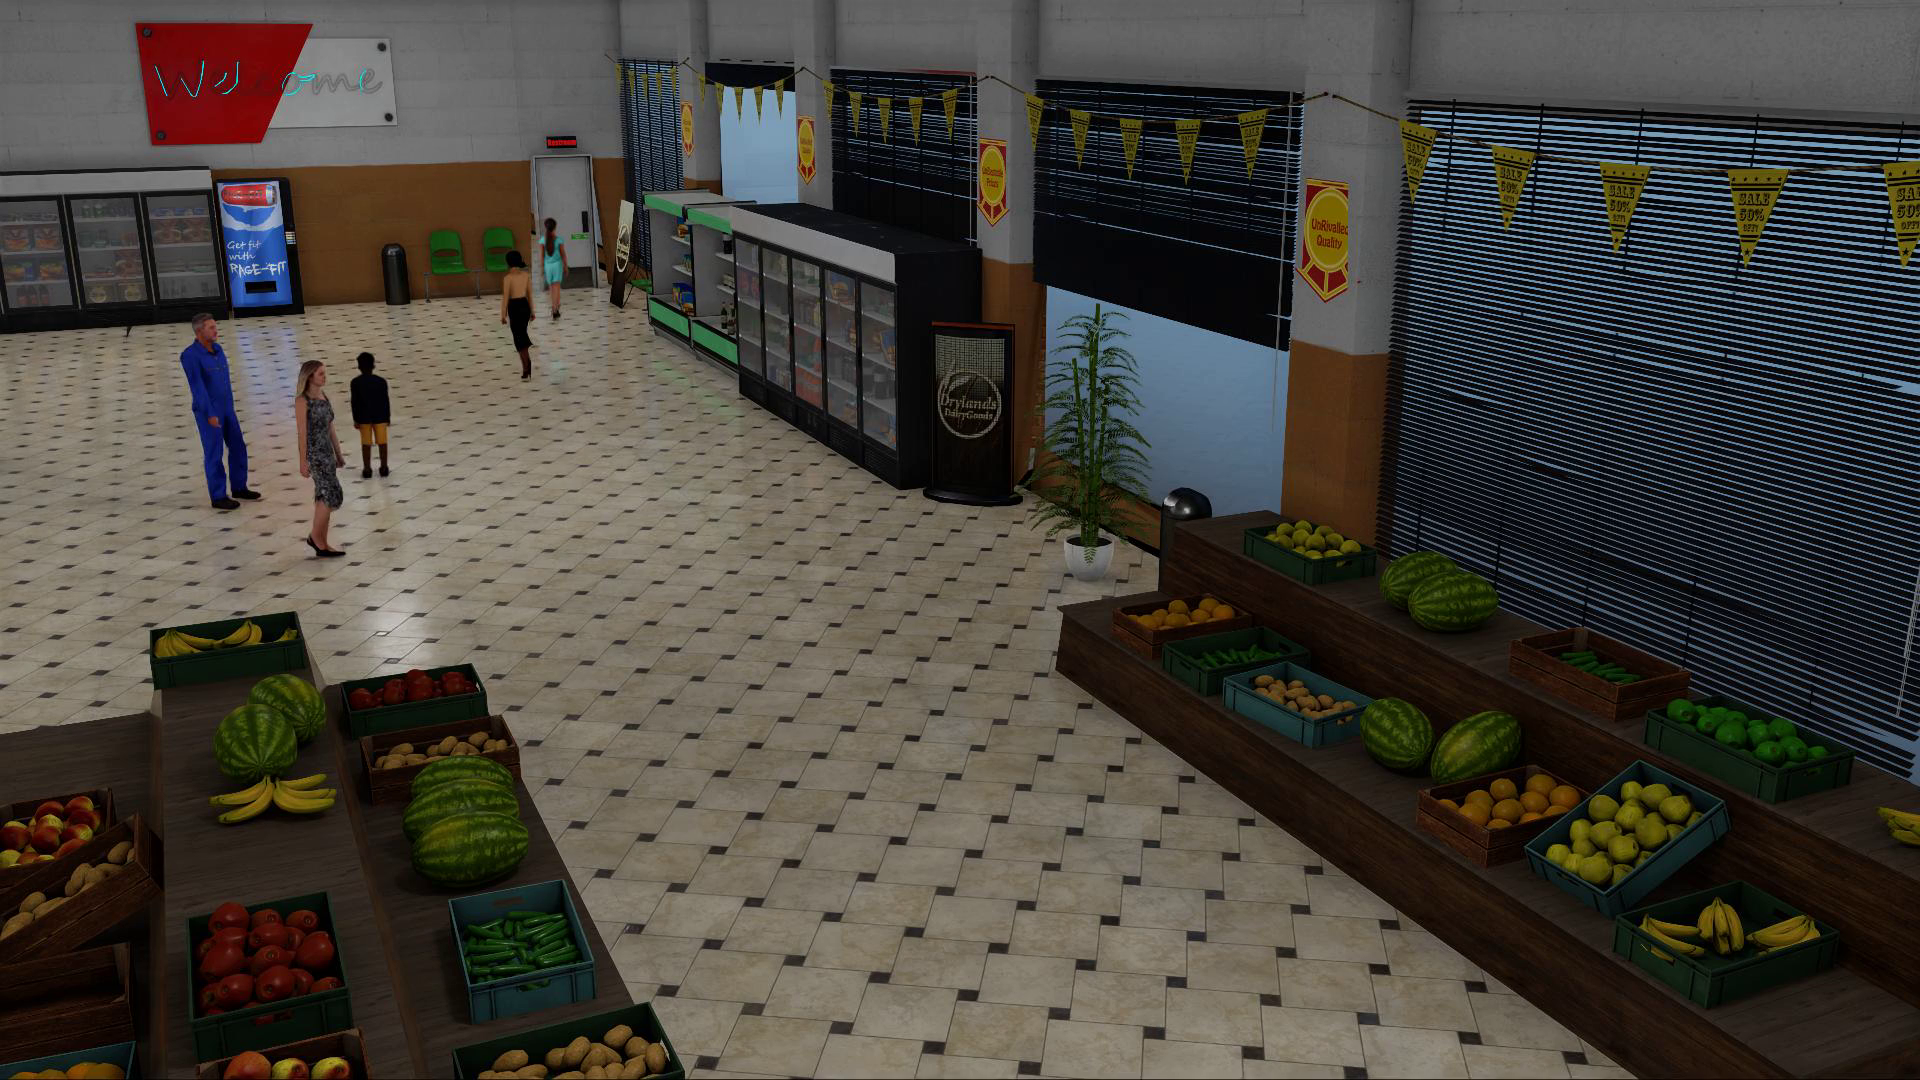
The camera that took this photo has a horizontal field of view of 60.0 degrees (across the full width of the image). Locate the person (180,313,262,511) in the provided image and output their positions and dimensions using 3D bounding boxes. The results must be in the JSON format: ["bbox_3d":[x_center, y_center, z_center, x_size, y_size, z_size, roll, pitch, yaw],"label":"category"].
[{"bbox_3d":[-6.999,-1.201,15.487,0.913,1.821,0.819,4,17,12],"label":"person"}]

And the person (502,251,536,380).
[{"bbox_3d":[-5.575,-2.858,21.247,0.770,1.646,0.726,10,20,31],"label":"person"}]

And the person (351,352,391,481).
[{"bbox_3d":[-5.862,-1.237,16.560,0.507,1.268,0.519,-7,18,-23],"label":"person"}]

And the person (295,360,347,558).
[{"bbox_3d":[-5.465,-0.664,13.943,0.789,1.691,0.711,3,17,8],"label":"person"}]

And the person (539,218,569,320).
[{"bbox_3d":[-6.336,-4.200,25.873,0.839,1.525,1.052,0,17,0],"label":"person"}]
